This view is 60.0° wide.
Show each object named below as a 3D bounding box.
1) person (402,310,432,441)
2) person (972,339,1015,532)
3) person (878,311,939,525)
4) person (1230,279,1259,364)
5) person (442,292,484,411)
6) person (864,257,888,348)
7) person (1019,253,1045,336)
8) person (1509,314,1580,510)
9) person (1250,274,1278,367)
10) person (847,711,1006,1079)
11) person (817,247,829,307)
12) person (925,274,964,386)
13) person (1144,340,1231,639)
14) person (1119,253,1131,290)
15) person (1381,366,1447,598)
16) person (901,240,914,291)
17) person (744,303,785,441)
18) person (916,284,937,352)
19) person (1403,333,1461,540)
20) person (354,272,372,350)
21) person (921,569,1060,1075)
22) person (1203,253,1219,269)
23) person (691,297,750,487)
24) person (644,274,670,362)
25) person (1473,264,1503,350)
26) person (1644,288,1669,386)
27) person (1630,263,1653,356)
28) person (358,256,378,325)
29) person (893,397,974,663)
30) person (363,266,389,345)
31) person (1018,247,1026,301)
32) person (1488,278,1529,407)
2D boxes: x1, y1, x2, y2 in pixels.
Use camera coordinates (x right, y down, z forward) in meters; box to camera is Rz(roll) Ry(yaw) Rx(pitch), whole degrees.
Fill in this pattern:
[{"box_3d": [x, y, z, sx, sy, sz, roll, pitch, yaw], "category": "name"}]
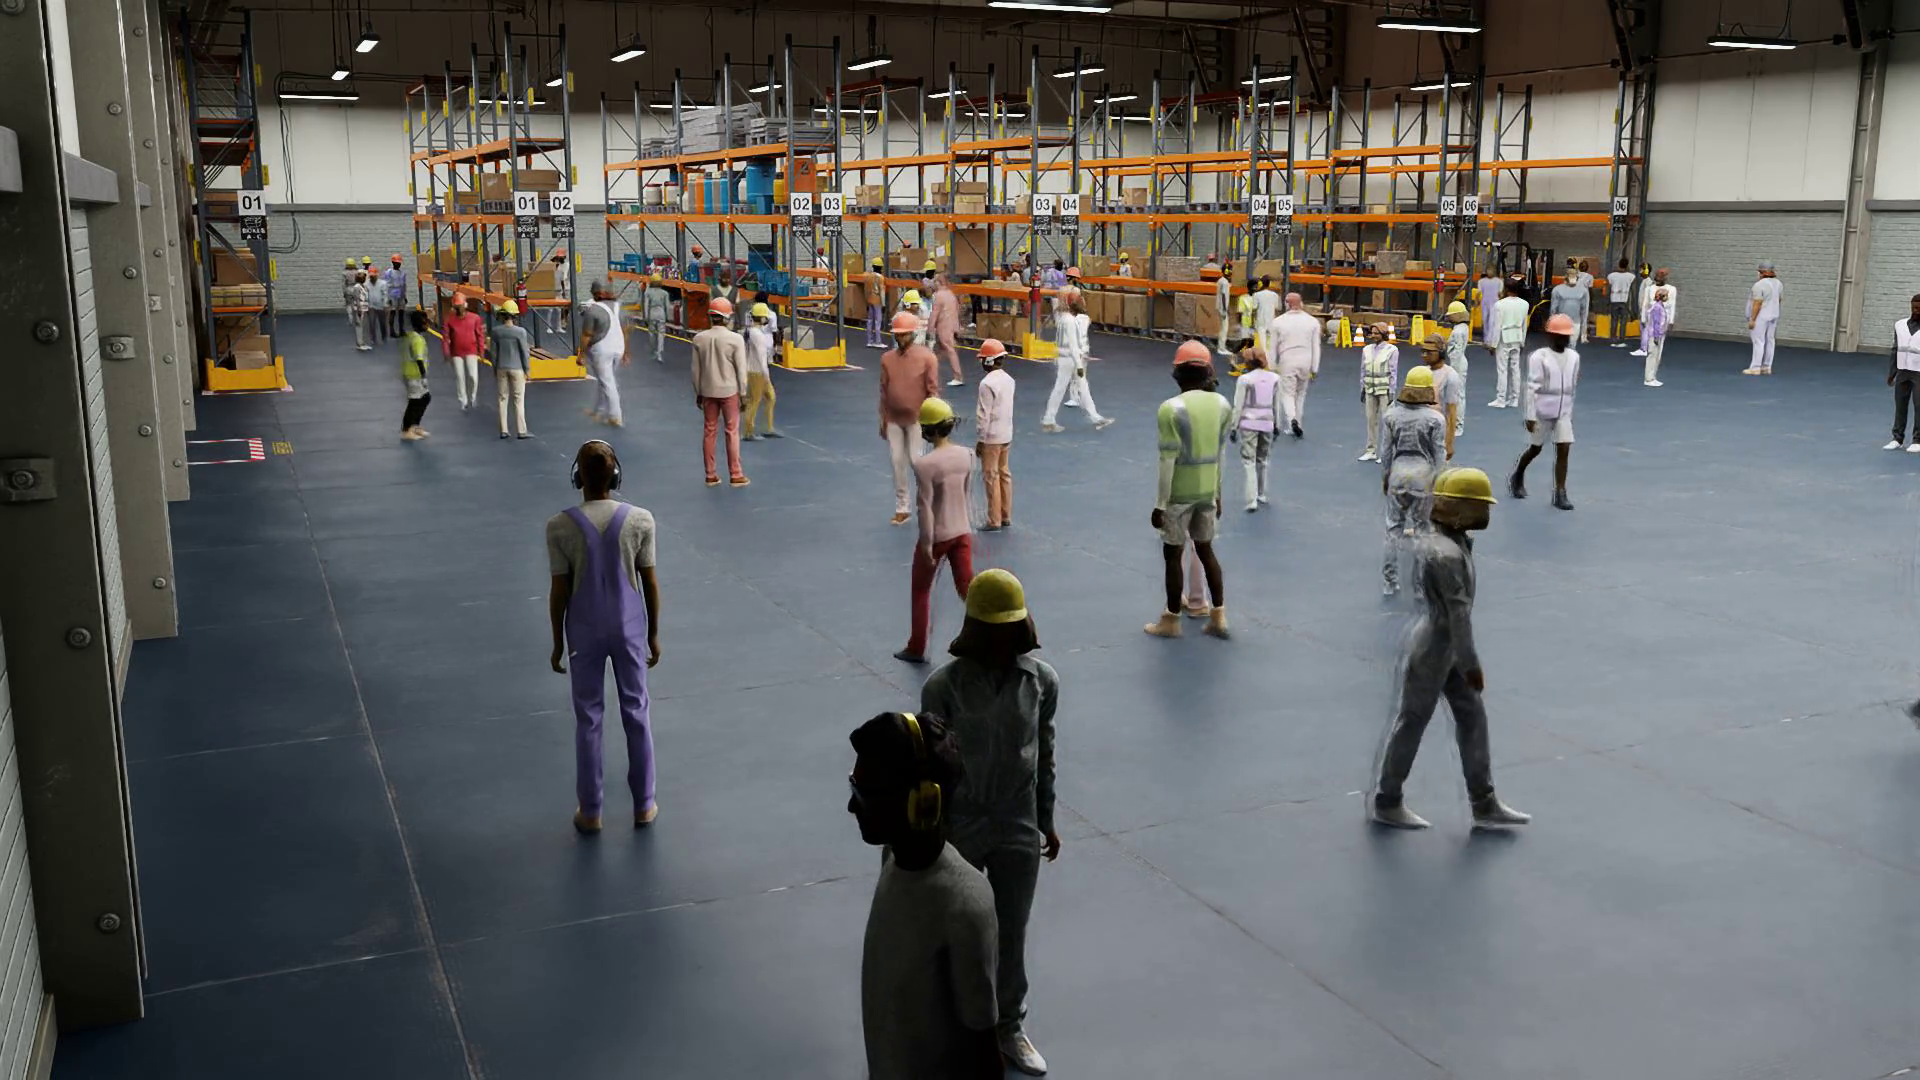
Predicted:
[{"box_3d": [-6.890, -2.072, 21.016, 0.458, 1.657, 0.544, -4, 12, -18], "category": "person"}, {"box_3d": [0.295, -0.951, 15.128, 0.341, 1.745, 0.569, 6, 12, 26], "category": "person"}, {"box_3d": [-0.470, -1.136, 15.452, 0.622, 1.976, 0.528, 6, 12, 26], "category": "person"}, {"box_3d": [5.263, -3.955, 30.527, 0.549, 1.677, 0.438, -7, 13, -32], "category": "person"}, {"box_3d": [-7.223, -2.728, 24.164, 0.586, 1.732, 0.466, -2, 11, -12], "category": "person"}, {"box_3d": [-1.797, -5.087, 35.676, 0.383, 1.924, 0.594, -10, 15, -42], "category": "person"}, {"box_3d": [1.525, -5.314, 36.540, 0.539, 2.000, 0.689, 9, 14, 39], "category": "person"}, {"box_3d": [5.804, -1.291, 16.454, 0.562, 1.912, 0.904, -3, 11, -13], "category": "person"}, {"box_3d": [5.323, -3.704, 28.914, 0.538, 1.840, 0.867, -4, 12, -21], "category": "person"}, {"box_3d": [-0.084, 1.262, 3.559, 0.310, 1.868, 0.533, -5, 12, -23], "category": "person"}, {"box_3d": [-4.050, -7.598, 48.549, 0.355, 1.882, 0.575, 8, 14, 34], "category": "person"}, {"box_3d": [-0.354, -3.521, 27.883, 0.989, 1.854, 0.646, 4, 12, 21], "category": "person"}, {"box_3d": [1.548, -0.333, 11.243, 0.616, 2.041, 0.424, -8, 14, -35], "category": "person"}, {"box_3d": [4.587, -7.131, 46.470, 0.315, 1.769, 0.524, -4, 12, -22], "category": "person"}, {"box_3d": [3.410, -0.436, 12.504, 0.493, 1.743, 0.299, 8, 14, 35], "category": "person"}, {"box_3d": [-1.645, -8.315, 51.783, 0.397, 2.043, 0.609, 5, 12, 25], "category": "person"}, {"box_3d": [-2.459, -2.121, 21.064, 0.664, 1.743, 0.544, -2, 11, -9], "category": "person"}, {"box_3d": [-0.586, -3.713, 29.450, 0.531, 1.619, 0.363, -4, 12, -19], "category": "person"}, {"box_3d": [4.161, -0.897, 14.617, 0.340, 1.838, 0.508, -5, 12, -22], "category": "person"}, {"box_3d": [-12.641, -4.837, 35.144, 0.311, 1.636, 0.522, -1, 11, -4], "category": "person"}, {"box_3d": [0.108, 0.946, 5.478, 0.483, 1.745, 0.306, -4, 12, -21], "category": "person"}, {"box_3d": [7.298, -7.430, 48.124, 0.580, 1.721, 0.764, -7, 13, -33], "category": "person"}, {"box_3d": [-2.520, -1.554, 17.546, 0.612, 1.994, 0.395, 3, 12, 17], "category": "person"}, {"box_3d": [-5.912, -4.341, 32.478, 0.499, 1.690, 0.923, -2, 11, -12], "category": "person"}, {"box_3d": [11.137, -4.907, 35.100, 0.549, 1.787, 0.989, 6, 13, 28], "category": "person"}, {"box_3d": [11.650, -3.387, 27.803, 0.313, 1.633, 0.519, 7, 13, 30], "category": "person"}, {"box_3d": [13.843, -4.673, 33.715, 0.328, 1.873, 0.512, 4, 12, 18], "category": "person"}, {"box_3d": [-15.135, -6.363, 42.567, 0.526, 1.768, 0.331, -8, 14, -35], "category": "person"}, {"box_3d": [-0.049, -0.031, 10.466, 0.820, 1.734, 0.526, 11, 16, 44], "category": "person"}, {"box_3d": [-12.863, -5.177, 36.637, 0.562, 1.727, 0.703, -3, 11, -13], "category": "person"}, {"box_3d": [2.026, -8.673, 54.309, 0.317, 1.767, 0.534, -2, 11, -12], "category": "person"}, {"box_3d": [8.157, -2.928, 24.721, 0.596, 1.918, 0.380, -5, 12, -22], "category": "person"}]
